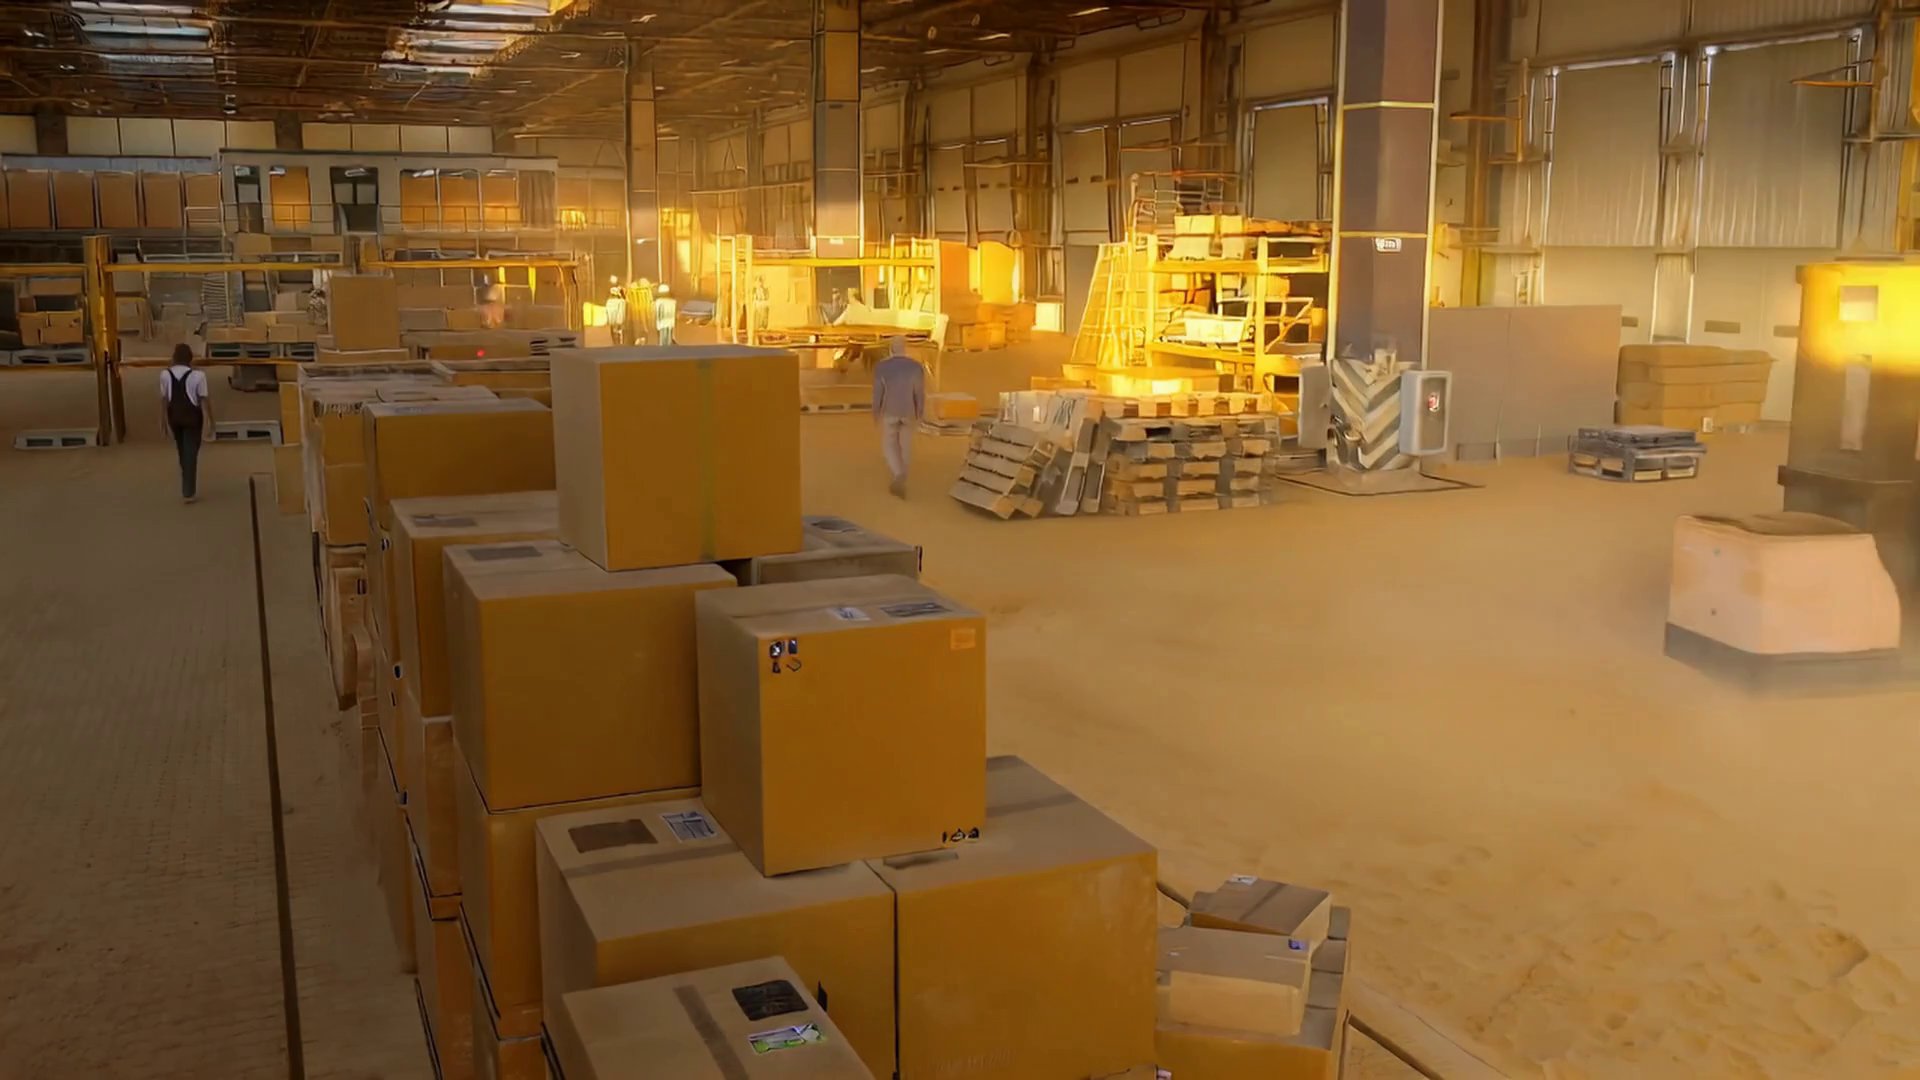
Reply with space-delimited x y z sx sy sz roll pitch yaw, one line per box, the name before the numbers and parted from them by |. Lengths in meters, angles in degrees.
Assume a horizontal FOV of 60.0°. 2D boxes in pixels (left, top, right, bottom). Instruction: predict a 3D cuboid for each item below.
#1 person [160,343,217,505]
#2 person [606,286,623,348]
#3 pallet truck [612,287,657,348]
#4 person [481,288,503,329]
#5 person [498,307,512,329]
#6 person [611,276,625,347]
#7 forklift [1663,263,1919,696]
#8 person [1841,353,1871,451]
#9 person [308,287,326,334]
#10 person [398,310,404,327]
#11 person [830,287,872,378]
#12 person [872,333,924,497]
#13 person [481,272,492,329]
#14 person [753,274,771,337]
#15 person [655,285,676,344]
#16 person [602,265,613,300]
person | -8.771 -1.338 18.978 0.544 1.812 0.823 -1 10 -5
person | -9.135 -5.830 43.953 0.487 1.744 0.297 3 11 15
pallet truck | -6.464 -4.406 35.401 0.823 1.965 1.885 6 12 32
person | -11.068 -5.084 39.612 0.452 1.830 0.633 5 11 26
person | -8.748 -3.643 32.052 0.363 1.682 0.548 -1 10 -7
person | -9.510 -6.353 46.266 0.386 1.948 0.614 -3 11 -17
forklift | 5.963 -0.461 11.228 1.873 2.768 1.129 -2 10 -10
person | 9.267 -1.120 17.461 0.635 1.936 0.354 -1 10 -7
person | -14.189 -4.630 36.853 0.404 1.919 0.621 0 10 1
person | -10.138 -3.307 30.060 0.419 1.735 0.565 -4 11 -23
person | -2.300 -4.445 35.776 1.027 1.938 0.618 -8 13 -37
person | -0.699 -1.423 19.176 0.633 1.923 0.586 -3 11 -17
person | -15.020 -7.531 52.831 0.368 1.932 0.623 -3 11 -16
person | -5.883 -6.952 49.604 0.552 1.935 0.373 -5 11 -25
person | -6.947 -5.050 39.194 0.414 1.917 0.583 8 13 38
person | -14.326 -10.121 67.089 0.661 1.944 0.719 1 10 4
